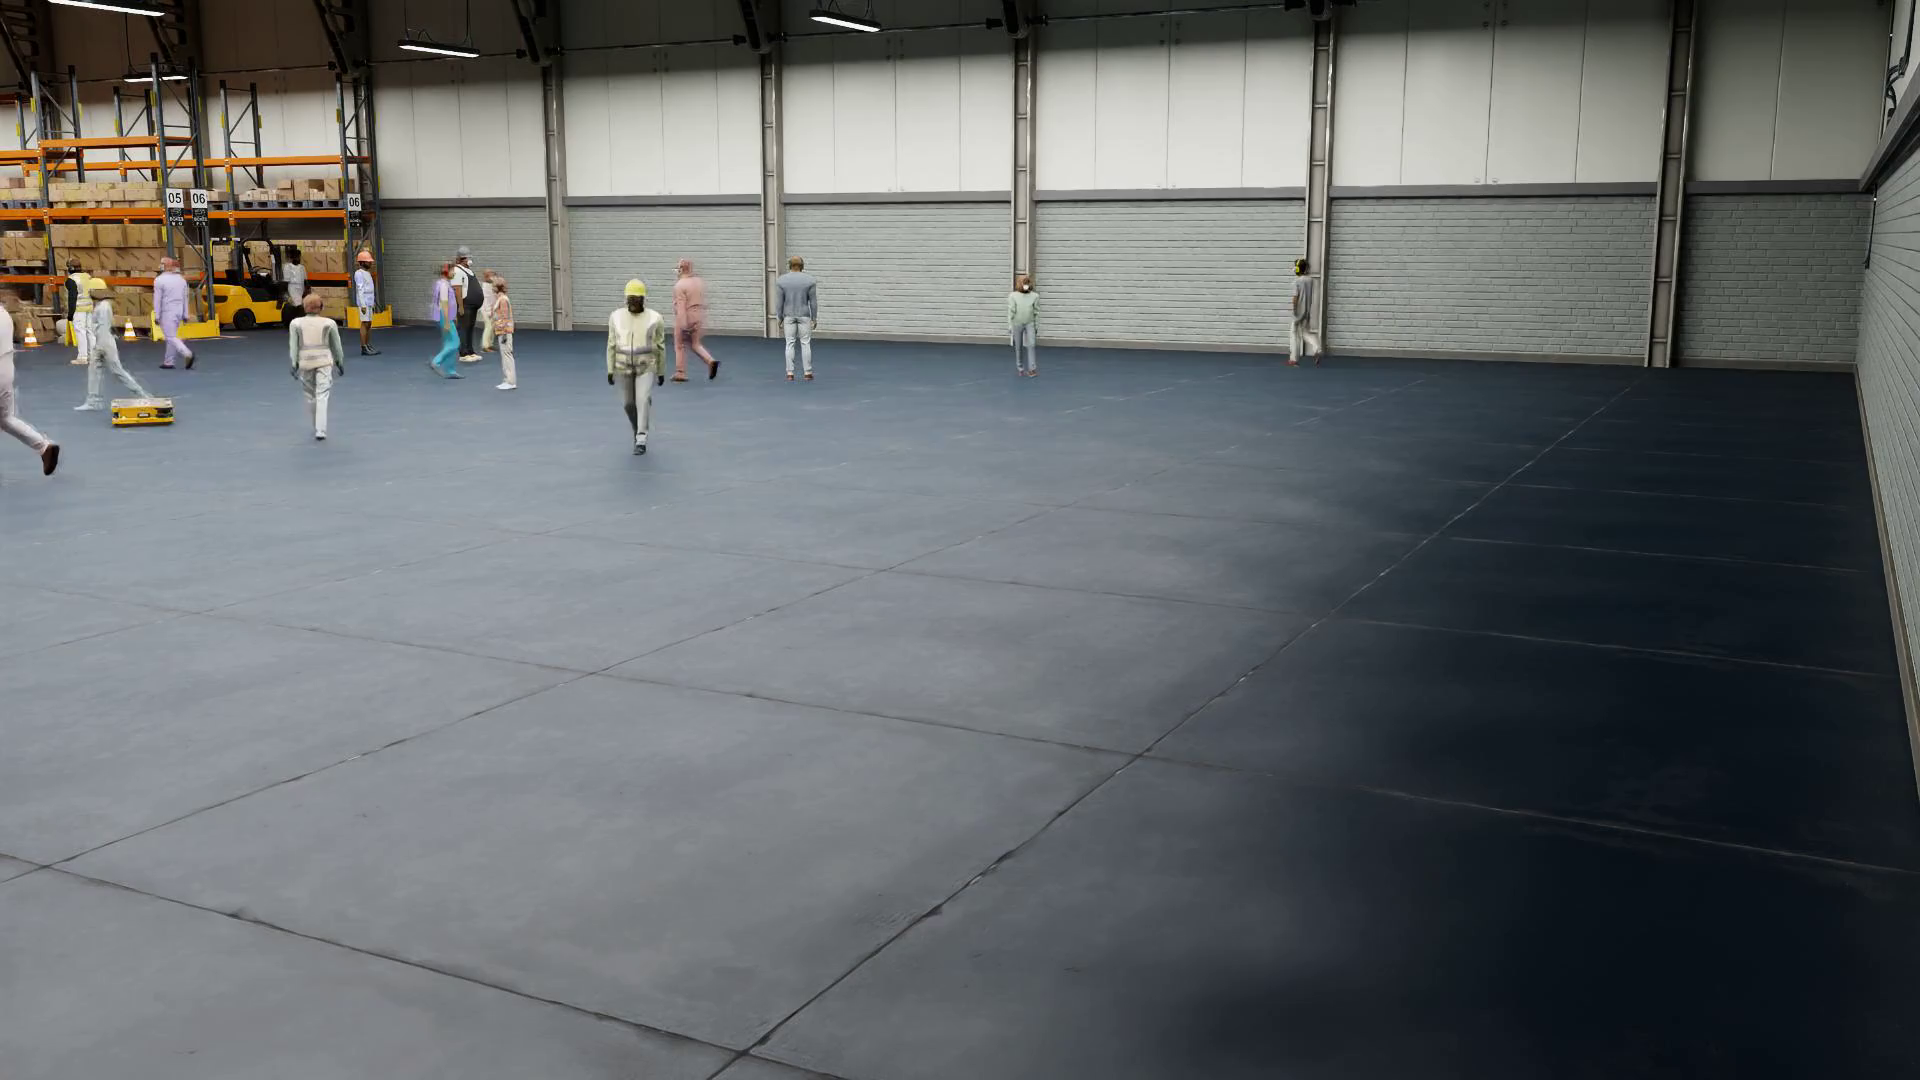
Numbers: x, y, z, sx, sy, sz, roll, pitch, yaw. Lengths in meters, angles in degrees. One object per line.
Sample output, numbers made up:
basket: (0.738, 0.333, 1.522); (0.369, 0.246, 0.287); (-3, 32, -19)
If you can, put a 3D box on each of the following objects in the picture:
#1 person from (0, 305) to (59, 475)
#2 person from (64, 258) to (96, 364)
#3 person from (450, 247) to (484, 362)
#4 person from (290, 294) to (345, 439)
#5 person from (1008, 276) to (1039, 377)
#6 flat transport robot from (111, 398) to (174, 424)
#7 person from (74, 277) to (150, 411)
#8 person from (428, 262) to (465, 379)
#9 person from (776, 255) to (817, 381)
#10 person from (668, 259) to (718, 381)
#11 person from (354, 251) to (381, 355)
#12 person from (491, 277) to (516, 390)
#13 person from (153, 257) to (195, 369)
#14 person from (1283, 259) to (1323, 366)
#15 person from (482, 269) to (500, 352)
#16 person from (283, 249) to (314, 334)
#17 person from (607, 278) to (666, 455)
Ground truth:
person: (-8.748, -1.459, 15.130); (0.770, 1.886, 0.646); (-1, 10, -6)
person: (-15.412, -3.997, 29.100); (0.429, 1.838, 0.622); (1, 10, 5)
person: (-8.782, -4.213, 29.715); (0.539, 2.000, 0.689); (0, 10, 1)
person: (-7.134, -1.928, 18.479); (0.540, 1.587, 0.878); (-2, 11, -12)
person: (1.017, -3.363, 26.292); (0.514, 1.602, 0.778); (-1, 10, -4)
flat transport robot: (-9.904, -1.569, 20.131); (0.652, 0.197, 1.431); (-5, 12, -26)
person: (-10.966, -2.526, 21.422); (0.853, 1.706, 0.495); (-7, 12, -33)
person: (-8.000, -3.409, 25.896); (0.457, 1.828, 0.595); (-3, 11, -16)
person: (-2.520, -3.431, 25.737); (0.632, 1.936, 0.359); (0, 10, 1)
person: (-4.124, -3.363, 25.519); (0.722, 1.883, 0.643); (5, 12, 28)
person: (-11.118, -4.431, 31.187); (0.354, 1.939, 0.544); (-1, 10, -3)
person: (-6.675, -3.018, 24.298); (0.313, 1.638, 0.516); (-4, 11, -22)
person: (-13.189, -3.792, 27.863); (0.833, 1.877, 0.650); (3, 11, 17)
person: (5.885, -3.876, 28.415); (0.523, 1.848, 0.695); (-7, 12, -32)
person: (-9.005, -4.383, 31.834); (0.443, 1.598, 0.521); (2, 11, 8)
person: (-14.926, -5.610, 37.663); (0.969, 1.918, 0.617); (2, 11, 13)
person: (-3.358, -1.817, 17.312); (0.593, 1.809, 0.826); (1, 10, 3)
